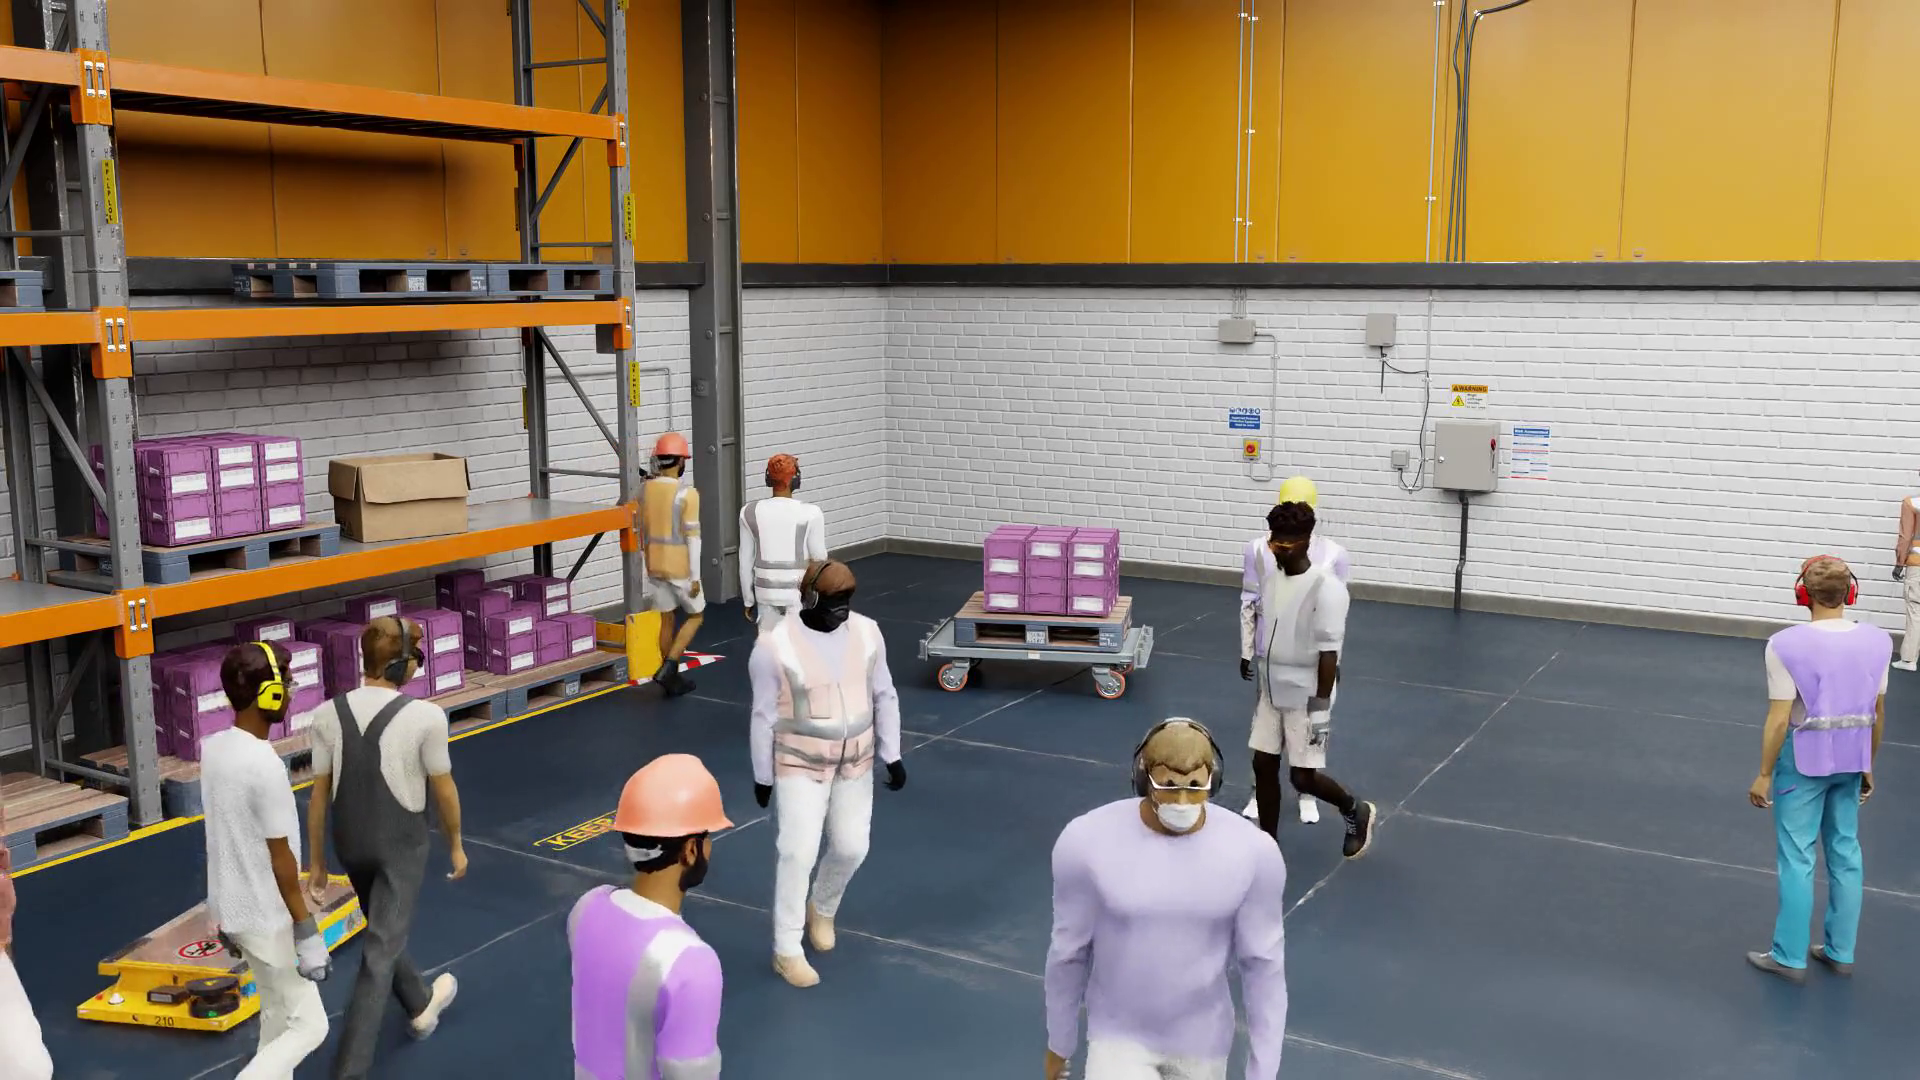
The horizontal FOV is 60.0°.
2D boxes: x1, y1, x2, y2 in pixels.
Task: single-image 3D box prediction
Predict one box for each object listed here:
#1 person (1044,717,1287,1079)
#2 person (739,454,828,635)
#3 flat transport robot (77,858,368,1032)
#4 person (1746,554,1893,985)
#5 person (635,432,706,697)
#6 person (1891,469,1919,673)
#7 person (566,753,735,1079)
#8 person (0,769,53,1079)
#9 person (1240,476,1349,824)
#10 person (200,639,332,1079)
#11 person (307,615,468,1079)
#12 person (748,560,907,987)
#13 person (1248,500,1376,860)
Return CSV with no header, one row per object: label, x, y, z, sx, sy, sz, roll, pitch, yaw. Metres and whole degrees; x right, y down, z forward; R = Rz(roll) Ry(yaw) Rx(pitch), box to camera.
person,0.553,1.388,4.462,0.637,1.874,1.054,0,9,-1
person,-1.126,0.381,10.731,0.583,1.882,0.350,1,9,9
flat transport robot,-3.090,1.737,7.287,0.652,0.197,1.431,2,9,10
person,3.665,0.984,7.094,0.565,1.841,0.387,-2,9,-10
person,-2.054,0.193,11.835,0.542,1.912,0.464,5,10,27
person,7.359,0.201,12.614,0.513,1.640,0.309,1,9,4
person,-0.700,1.453,3.948,0.456,1.913,0.559,-8,12,-41
person,-2.971,1.269,4.894,0.538,1.976,0.638,4,10,21
person,1.835,0.603,9.202,0.585,1.930,0.357,3,9,17
person,-2.311,1.248,5.429,0.540,1.852,0.556,-9,12,-43
person,-2.134,1.161,6.206,0.534,1.778,1.024,1,9,8
person,-0.601,0.974,7.242,0.637,1.815,0.589,-5,11,-30
person,1.728,0.747,8.278,0.693,1.940,0.608,-5,10,-29
